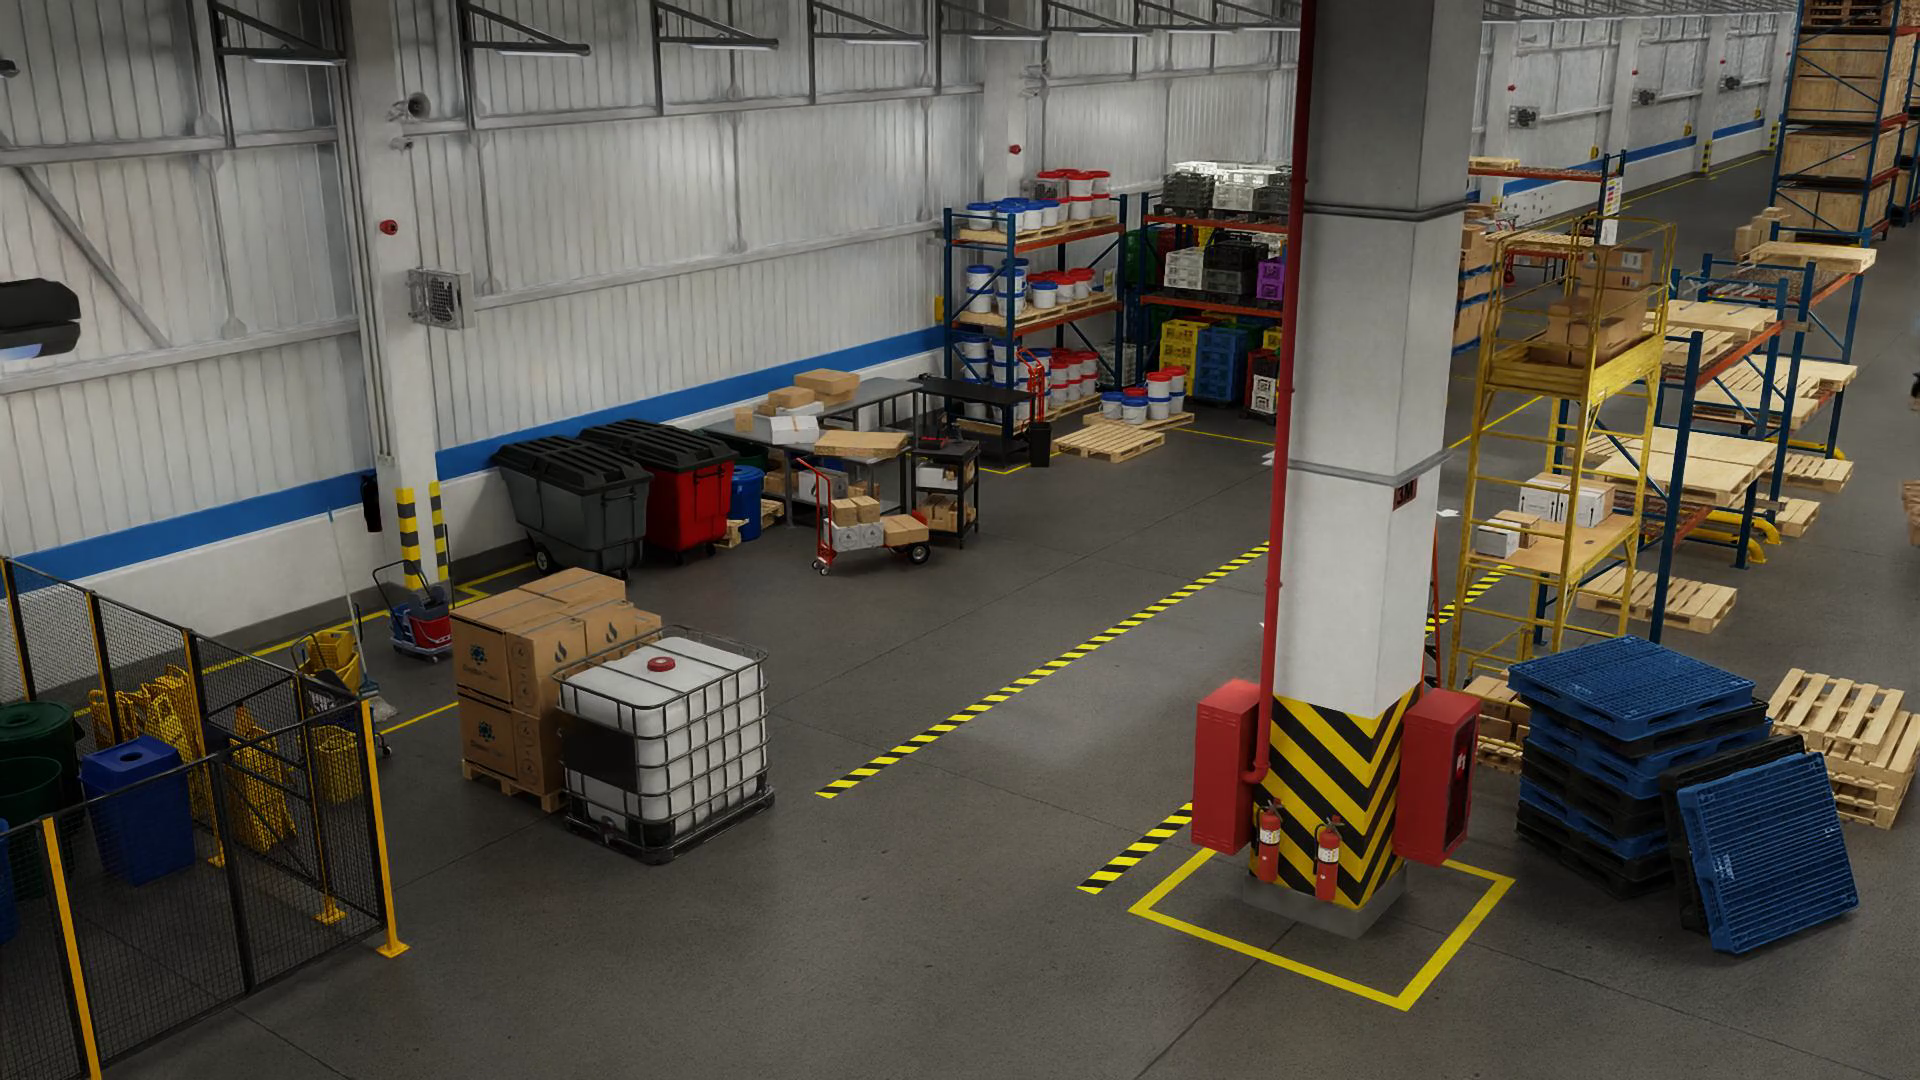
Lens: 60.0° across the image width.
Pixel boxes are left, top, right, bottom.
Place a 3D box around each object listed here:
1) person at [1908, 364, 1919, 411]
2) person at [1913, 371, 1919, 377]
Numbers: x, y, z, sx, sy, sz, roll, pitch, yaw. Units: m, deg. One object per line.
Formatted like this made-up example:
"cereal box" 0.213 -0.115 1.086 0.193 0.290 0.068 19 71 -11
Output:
"person" 13.797 -2.600 23.497 0.624 1.661 0.706 -1 18 -3
"person" 15.235 -3.453 25.727 0.639 1.910 0.579 -8 20 -24
